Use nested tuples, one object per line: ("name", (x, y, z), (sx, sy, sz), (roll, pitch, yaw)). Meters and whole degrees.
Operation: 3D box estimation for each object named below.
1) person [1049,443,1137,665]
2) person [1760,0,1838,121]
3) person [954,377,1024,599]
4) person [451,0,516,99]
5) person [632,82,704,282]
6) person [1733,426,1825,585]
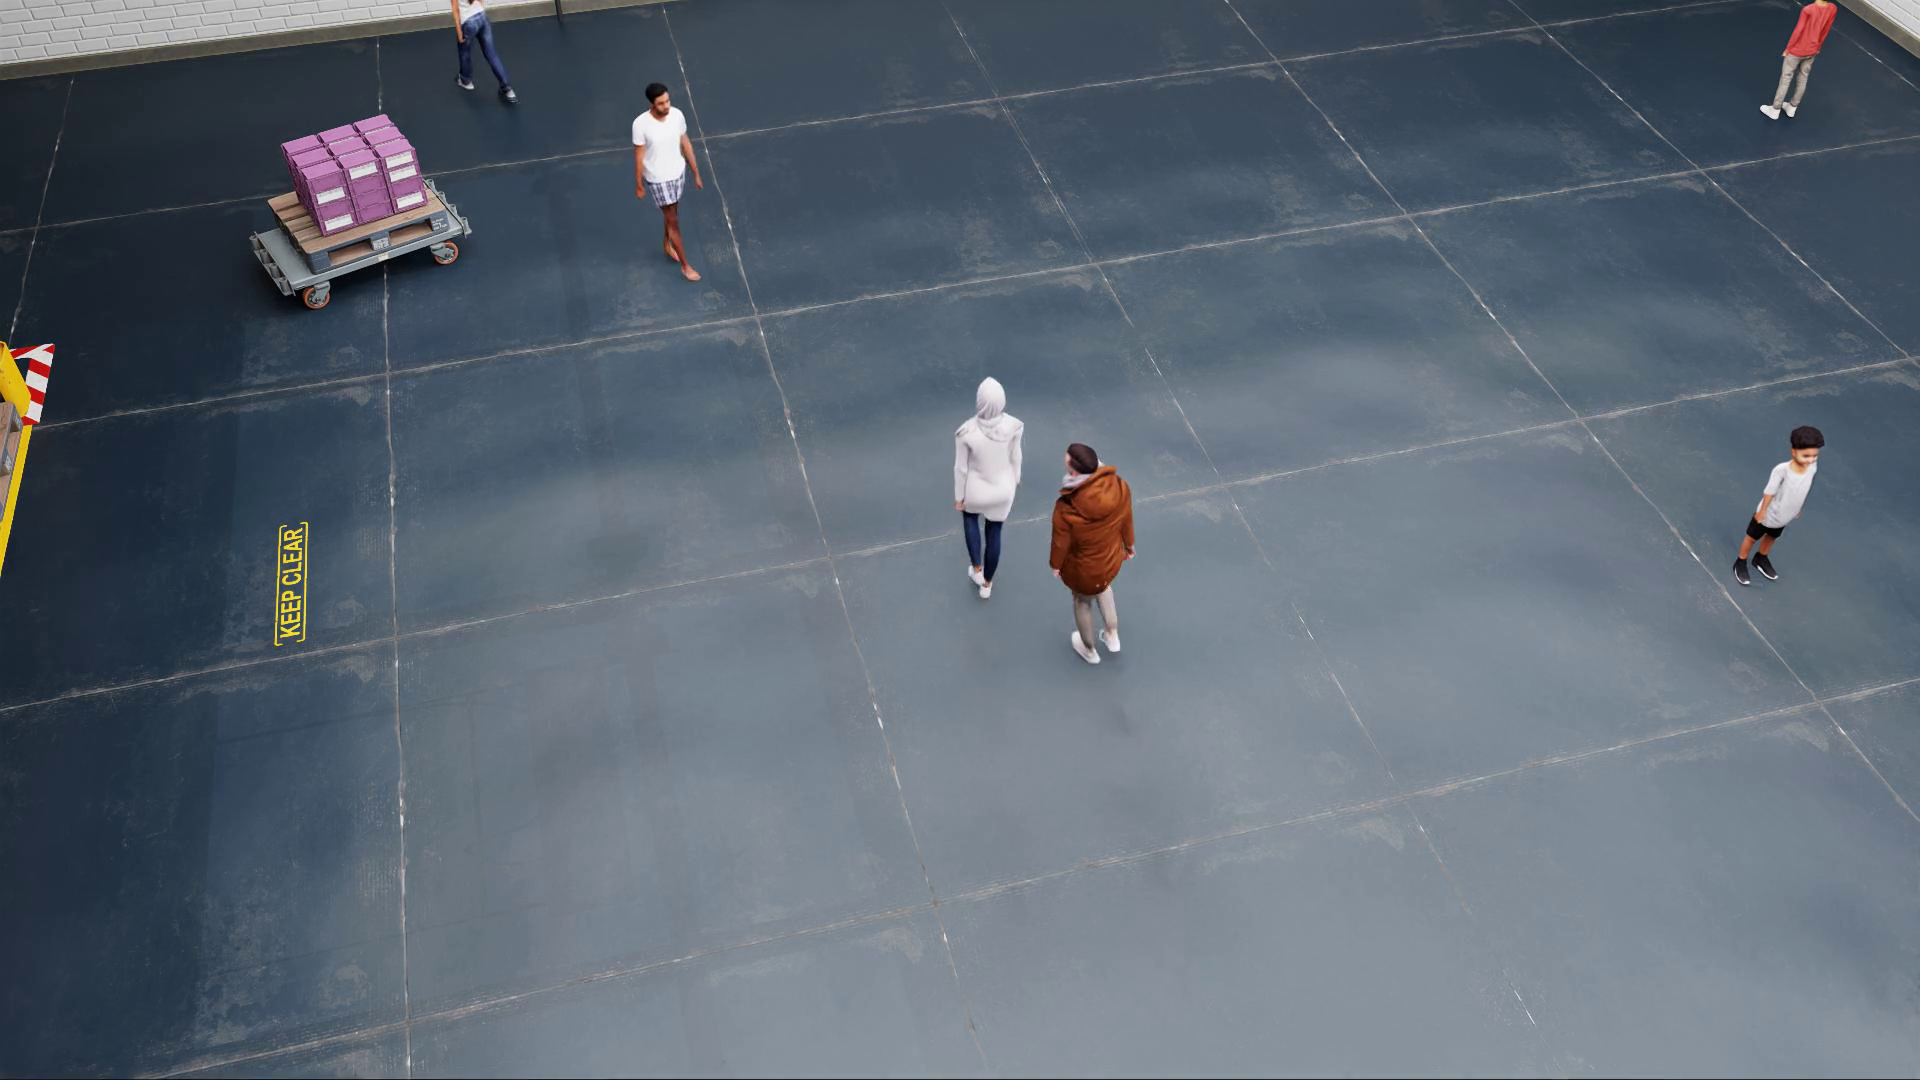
("person", (0.863, 0.165, 10.470), (0.802, 1.810, 0.749), (-16, 46, -16))
("person", (8.058, -4.696, 15.858), (0.529, 1.417, 0.505), (-7, 44, -7))
("person", (0.194, -0.271, 10.962), (0.647, 1.764, 0.622), (-5, 44, -5))
("person", (-4.657, -4.967, 16.063), (0.891, 1.525, 1.104), (-35, 53, -31))
("person", (-2.517, -3.085, 13.958), (0.919, 1.706, 1.038), (-33, 53, -30))
("person", (5.577, -0.255, 11.308), (0.488, 1.262, 0.503), (-9, 44, -9))
